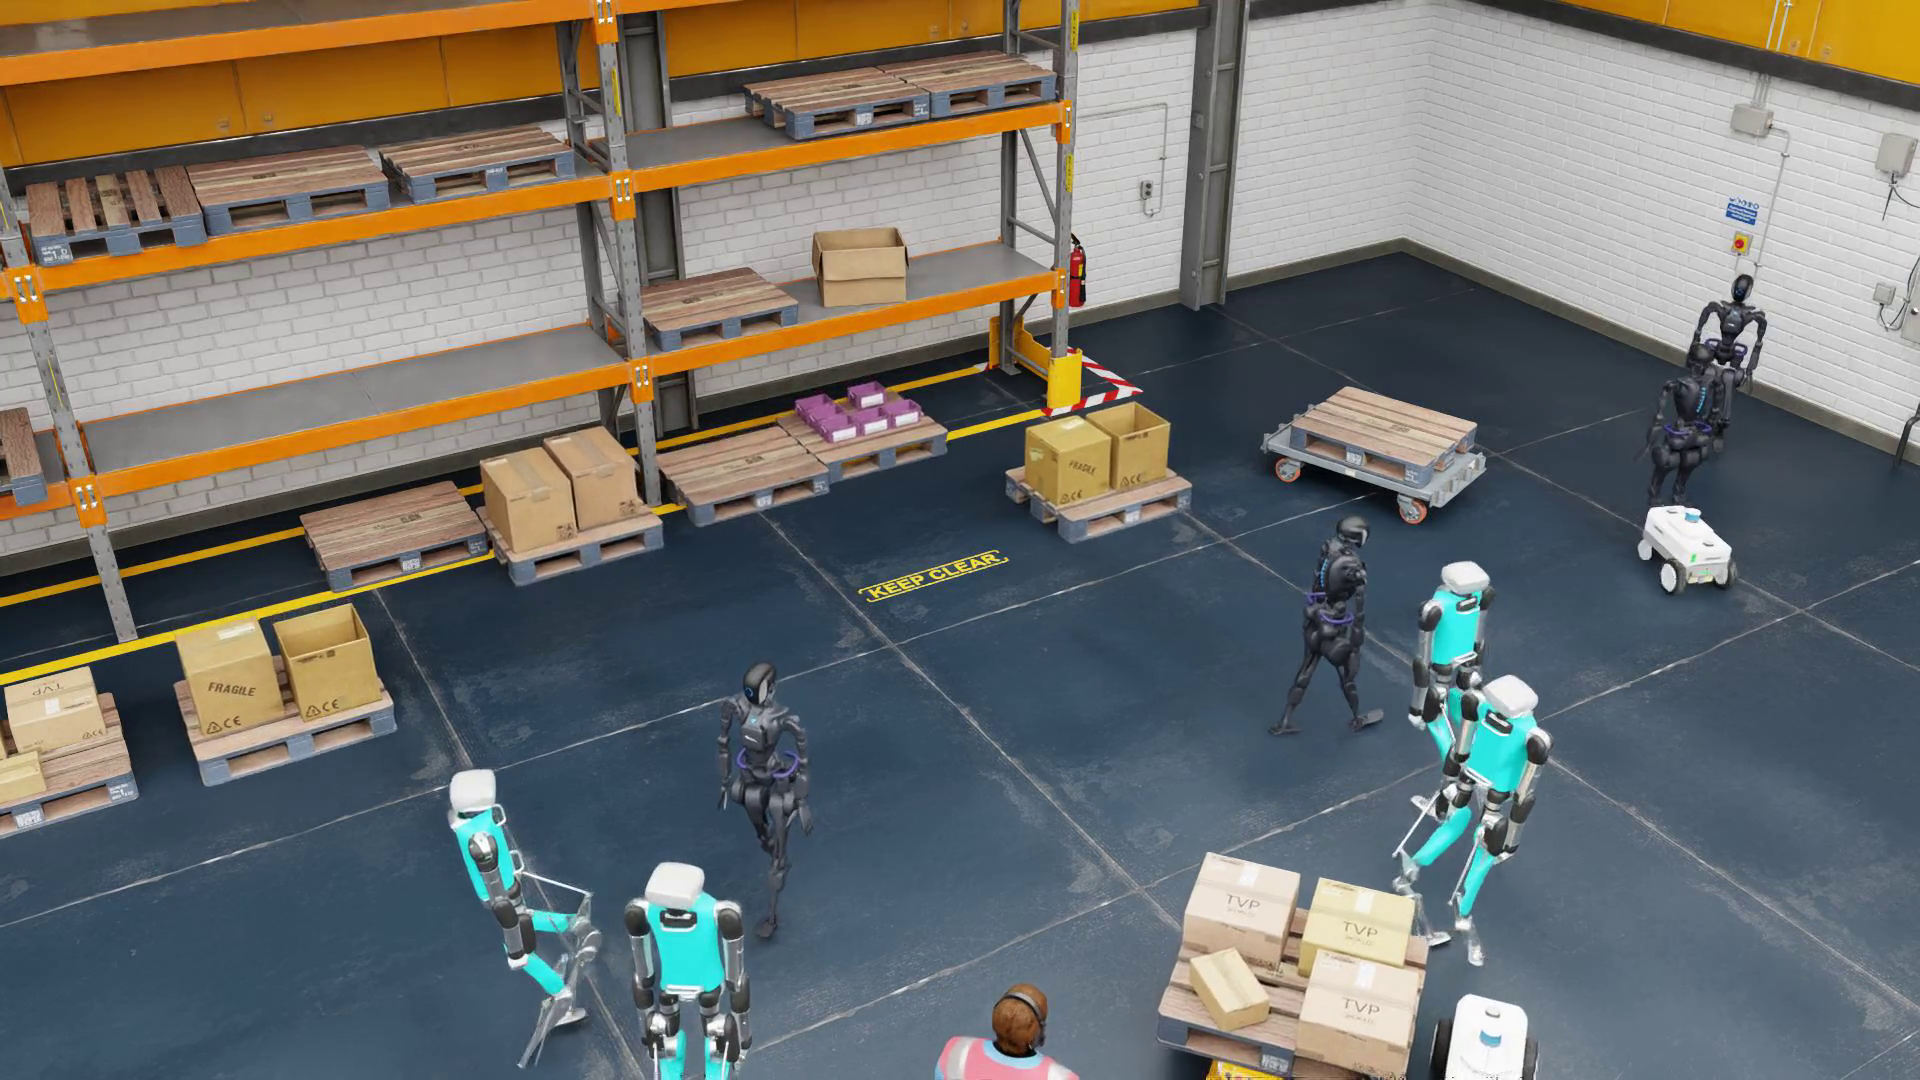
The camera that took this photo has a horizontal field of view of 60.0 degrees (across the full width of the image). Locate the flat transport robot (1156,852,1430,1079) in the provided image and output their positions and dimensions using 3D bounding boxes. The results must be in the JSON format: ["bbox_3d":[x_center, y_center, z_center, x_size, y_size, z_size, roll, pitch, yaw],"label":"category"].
[{"bbox_3d":[1.706,2.484,8.577,0.659,0.231,1.431,10,31,18],"label":"flat transport robot"}]

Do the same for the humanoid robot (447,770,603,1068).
[{"bbox_3d":[-2.068,1.851,8.239,0.825,1.796,0.540,-12,32,-21],"label":"humanoid robot"}]

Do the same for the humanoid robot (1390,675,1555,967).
[{"bbox_3d":[2.607,1.550,8.734,0.681,1.787,0.564,-19,35,-30],"label":"humanoid robot"}]

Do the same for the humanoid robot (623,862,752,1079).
[{"bbox_3d":[-1.221,2.382,7.370,0.550,1.874,0.830,3,30,5],"label":"humanoid robot"}]

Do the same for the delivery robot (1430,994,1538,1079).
[{"bbox_3d":[2.558,2.585,8.127,0.499,0.614,0.791,10,31,18],"label":"delivery robot"}]

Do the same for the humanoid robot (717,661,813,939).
[{"bbox_3d":[-1.091,1.385,9.118,0.597,1.627,0.739,11,31,18],"label":"humanoid robot"}]

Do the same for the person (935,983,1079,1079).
[{"bbox_3d":[0.212,2.563,6.856,0.628,1.835,0.431,11,31,18],"label":"person"}]

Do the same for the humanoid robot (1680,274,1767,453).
[{"bbox_3d":[6.480,-1.483,14.165,0.588,1.644,0.335,14,32,23],"label":"humanoid robot"}]

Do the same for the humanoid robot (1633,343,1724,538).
[{"bbox_3d":[5.552,-0.744,12.861,0.591,1.661,0.329,-6,30,-11],"label":"humanoid robot"}]

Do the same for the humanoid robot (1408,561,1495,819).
[{"bbox_3d":[2.980,1.069,9.706,0.535,1.885,0.746,-16,33,-27],"label":"humanoid robot"}]

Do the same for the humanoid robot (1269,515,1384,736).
[{"bbox_3d":[2.403,0.539,10.638,0.771,1.626,0.606,-9,31,-16],"label":"humanoid robot"}]

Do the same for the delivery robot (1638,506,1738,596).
[{"bbox_3d":[5.502,0.067,12.582,0.499,0.613,0.796,-4,30,-8],"label":"delivery robot"}]
